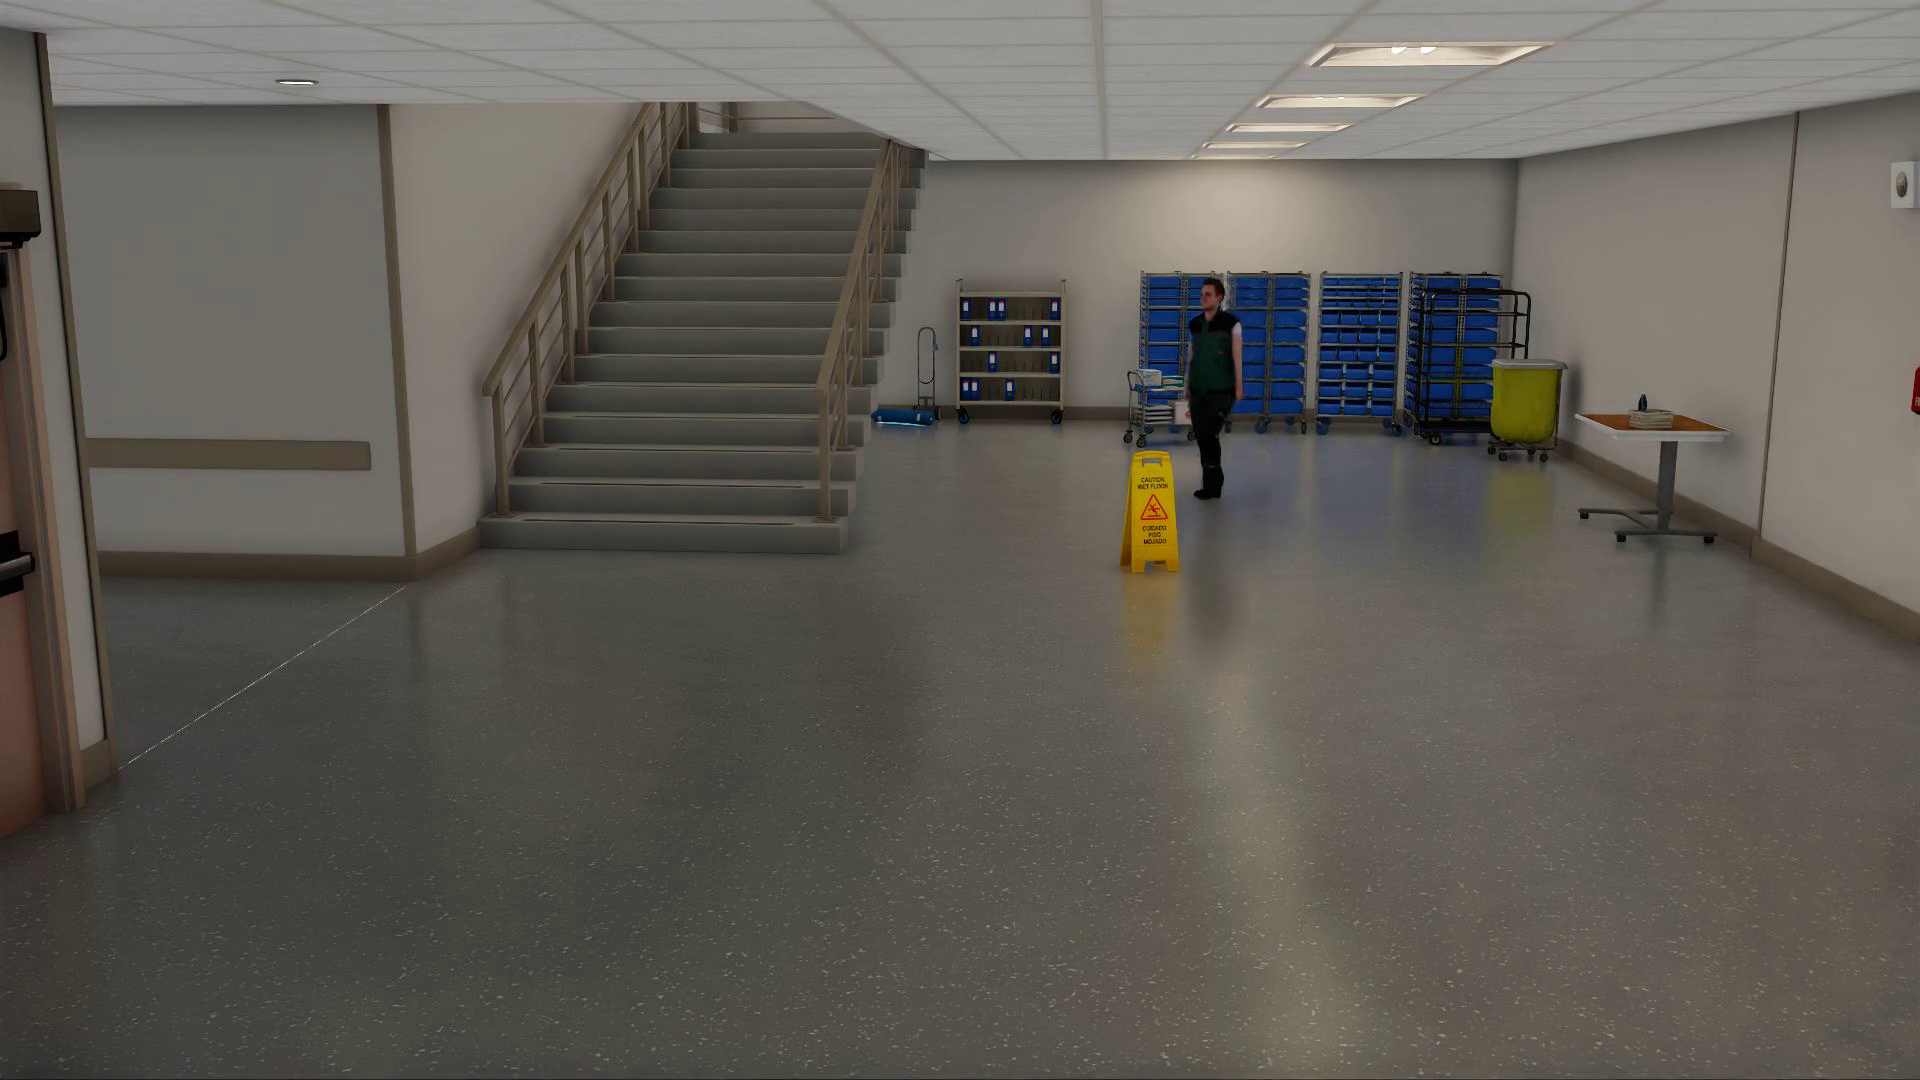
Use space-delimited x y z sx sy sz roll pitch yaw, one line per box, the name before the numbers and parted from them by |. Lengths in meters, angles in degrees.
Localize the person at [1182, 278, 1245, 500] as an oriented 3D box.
person | 2.126 -1.239 13.731 0.808 1.830 0.860 10 15 43
